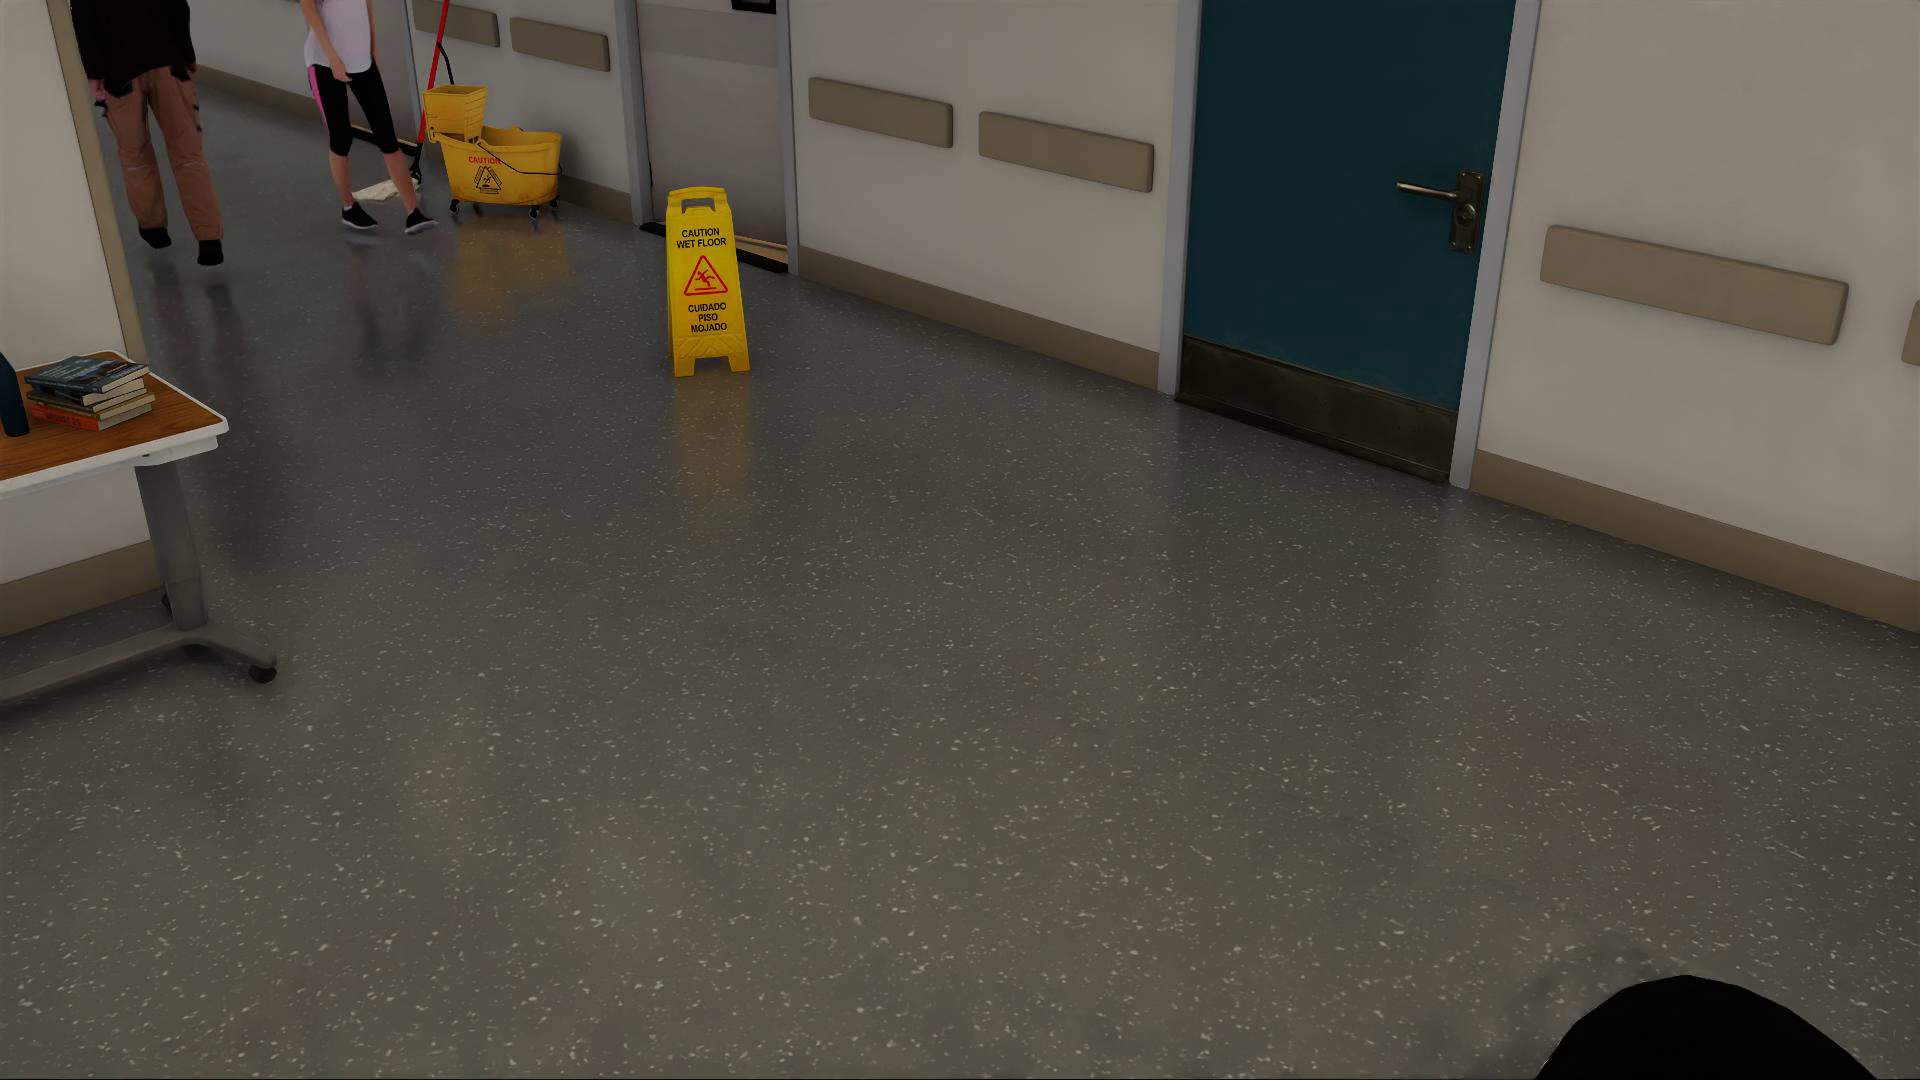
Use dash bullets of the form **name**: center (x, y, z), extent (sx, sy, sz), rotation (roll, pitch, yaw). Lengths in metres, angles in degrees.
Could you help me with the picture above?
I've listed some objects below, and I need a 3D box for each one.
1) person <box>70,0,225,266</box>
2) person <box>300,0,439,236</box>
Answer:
- **person**: center (-3.888, -2.216, 7.991), extent (0.834, 1.877, 1.303), rotation (-18, 31, -33)
- **person**: center (-3.244, -2.430, 8.583), extent (1.038, 1.748, 0.661), rotation (19, 31, 33)
